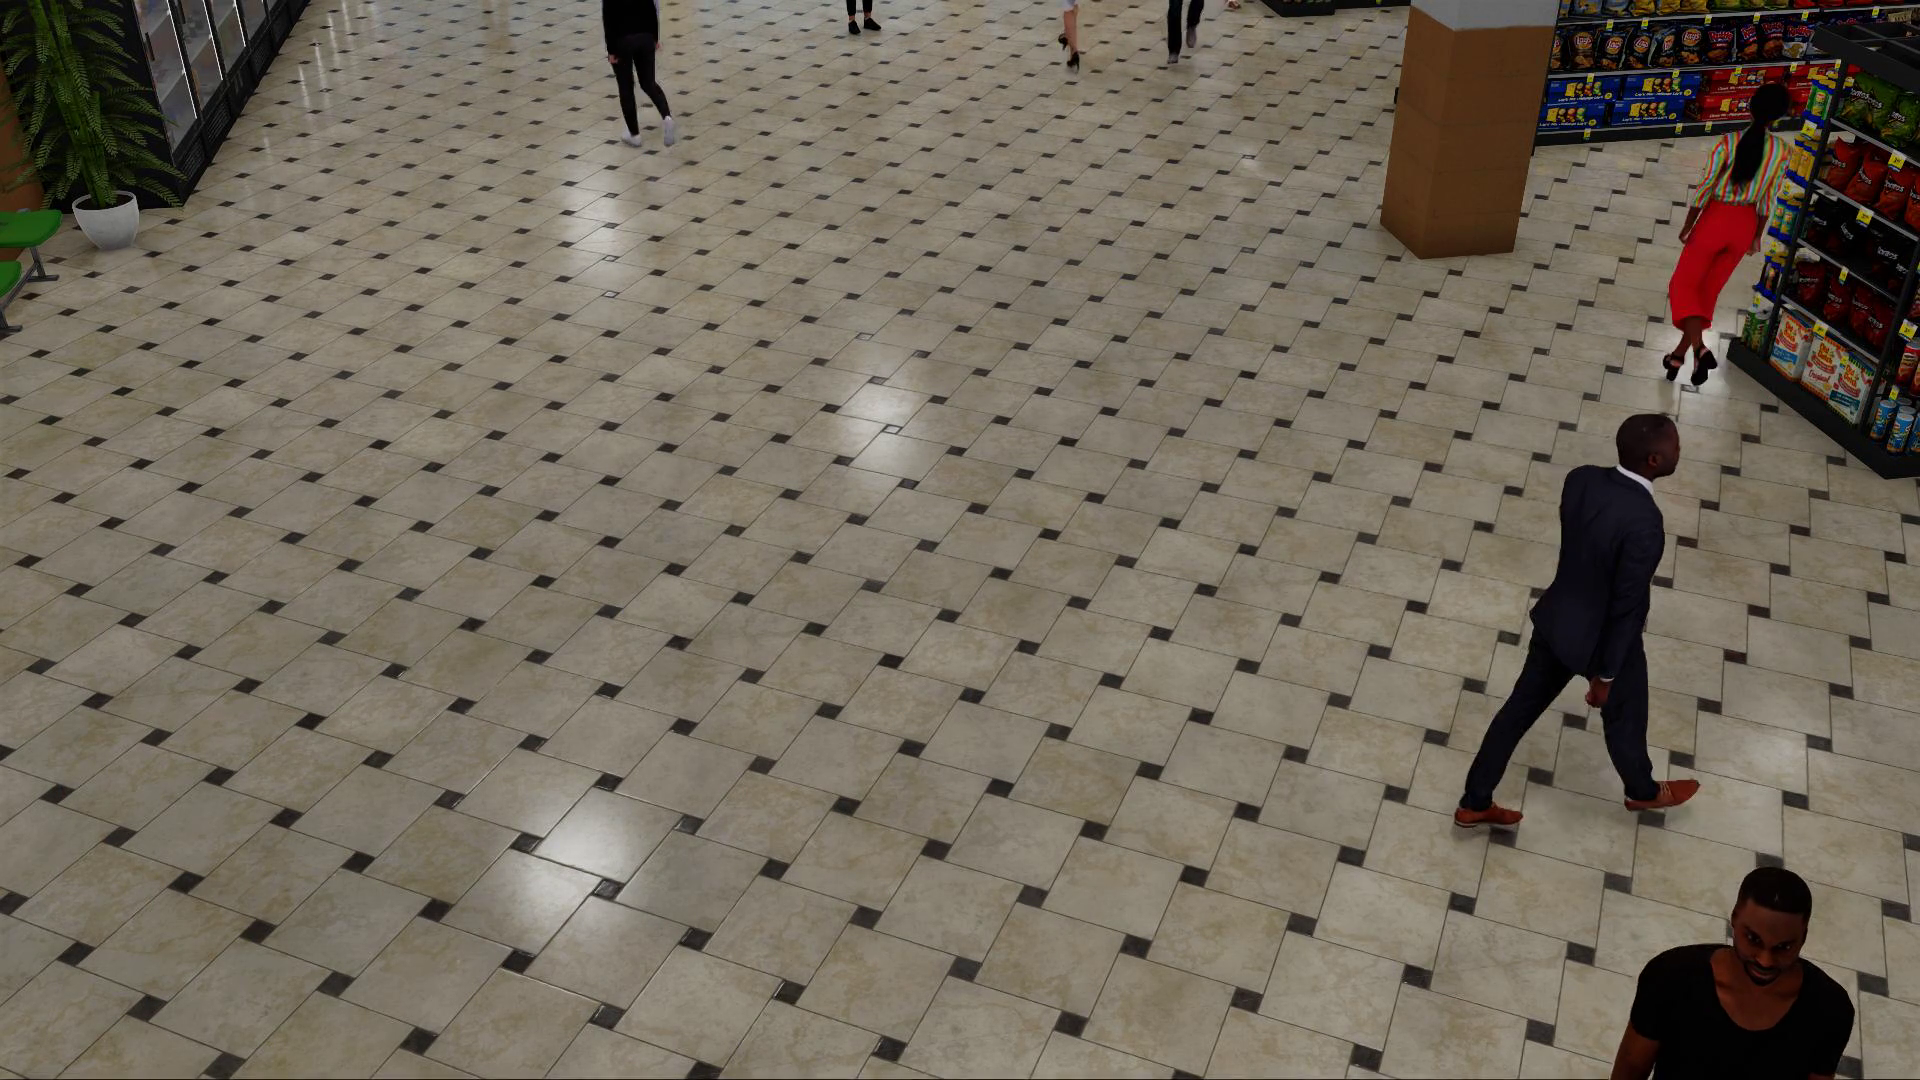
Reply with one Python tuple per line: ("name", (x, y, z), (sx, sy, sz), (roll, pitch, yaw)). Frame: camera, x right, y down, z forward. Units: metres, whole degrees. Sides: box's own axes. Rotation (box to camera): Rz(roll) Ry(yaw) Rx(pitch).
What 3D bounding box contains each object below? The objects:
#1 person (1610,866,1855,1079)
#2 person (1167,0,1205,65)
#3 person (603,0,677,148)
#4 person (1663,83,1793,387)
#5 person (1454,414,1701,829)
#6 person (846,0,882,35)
("person", (1.899, 1.503, 4.231), (1.047, 1.791, 0.981), (9, 33, 14))
("person", (2.090, -5.312, 15.144), (1.218, 1.832, 0.976), (4, 32, 6))
("person", (-2.506, -3.831, 12.916), (0.999, 1.671, 0.953), (-24, 39, -33))
("person", (4.267, -1.618, 9.273), (0.928, 1.762, 0.844), (2, 32, 3))
("person", (2.210, 0.379, 6.050), (1.202, 1.776, 0.743), (-7, 33, -11))
("person", (-0.949, -5.671, 16.059), (0.570, 1.475, 0.705), (-20, 37, -29))
